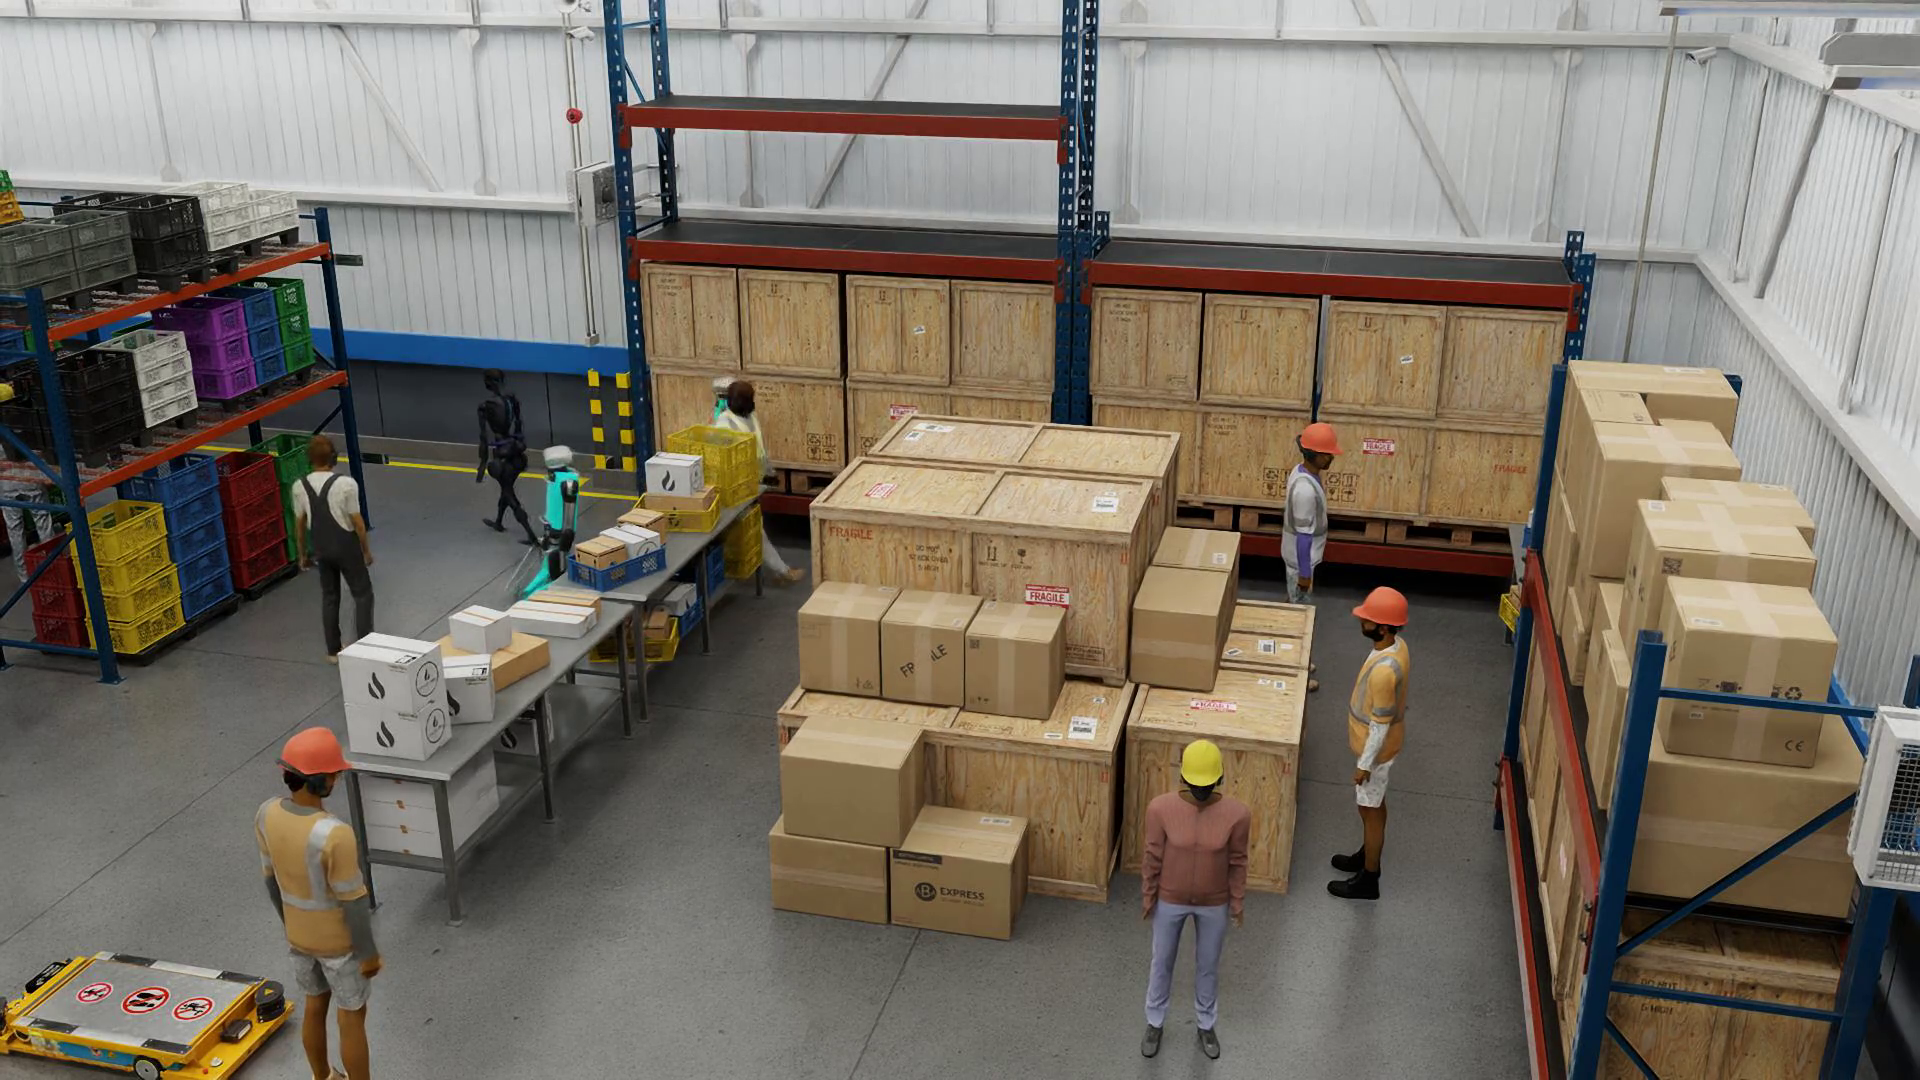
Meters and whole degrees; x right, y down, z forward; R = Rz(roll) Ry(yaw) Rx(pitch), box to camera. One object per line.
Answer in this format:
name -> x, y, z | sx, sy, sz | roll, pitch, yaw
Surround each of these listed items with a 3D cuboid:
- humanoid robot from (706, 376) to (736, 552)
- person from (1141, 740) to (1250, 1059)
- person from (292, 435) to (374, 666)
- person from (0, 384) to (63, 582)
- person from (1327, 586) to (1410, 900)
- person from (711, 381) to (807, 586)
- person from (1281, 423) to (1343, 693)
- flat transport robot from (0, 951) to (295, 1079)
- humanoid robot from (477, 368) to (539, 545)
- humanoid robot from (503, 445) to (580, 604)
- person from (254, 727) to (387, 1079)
humanoid robot -> -2.191, -0.489, 14.339 | 0.654, 1.839, 0.549 | -4, 21, -11
person -> 1.158, 1.787, 8.271 | 0.522, 1.769, 0.316 | 2, 21, 4
person -> -4.683, 0.130, 12.526 | 0.703, 1.821, 0.506 | 3, 21, 7
person -> -8.061, -0.493, 14.268 | 0.484, 1.744, 0.294 | -8, 22, -20
person -> 2.384, 1.170, 9.643 | 0.348, 1.942, 0.543 | 7, 22, 17
person -> -1.734, -0.475, 14.139 | 0.927, 1.798, 0.633 | 4, 21, 11
person -> 2.561, 0.115, 12.266 | 0.387, 2.039, 0.613 | 3, 21, 9
flat transport robot -> -4.270, 2.464, 8.601 | 1.431, 0.231, 0.659 | 5, 22, 13
humanoid robot -> -4.169, -0.772, 15.169 | 0.798, 1.621, 0.585 | 9, 23, 23
humanoid robot -> -3.194, 0.201, 12.470 | 0.783, 1.791, 0.530 | -10, 23, -24
person -> -2.953, 1.822, 7.815 | 0.607, 2.032, 0.403 | 12, 24, 29
